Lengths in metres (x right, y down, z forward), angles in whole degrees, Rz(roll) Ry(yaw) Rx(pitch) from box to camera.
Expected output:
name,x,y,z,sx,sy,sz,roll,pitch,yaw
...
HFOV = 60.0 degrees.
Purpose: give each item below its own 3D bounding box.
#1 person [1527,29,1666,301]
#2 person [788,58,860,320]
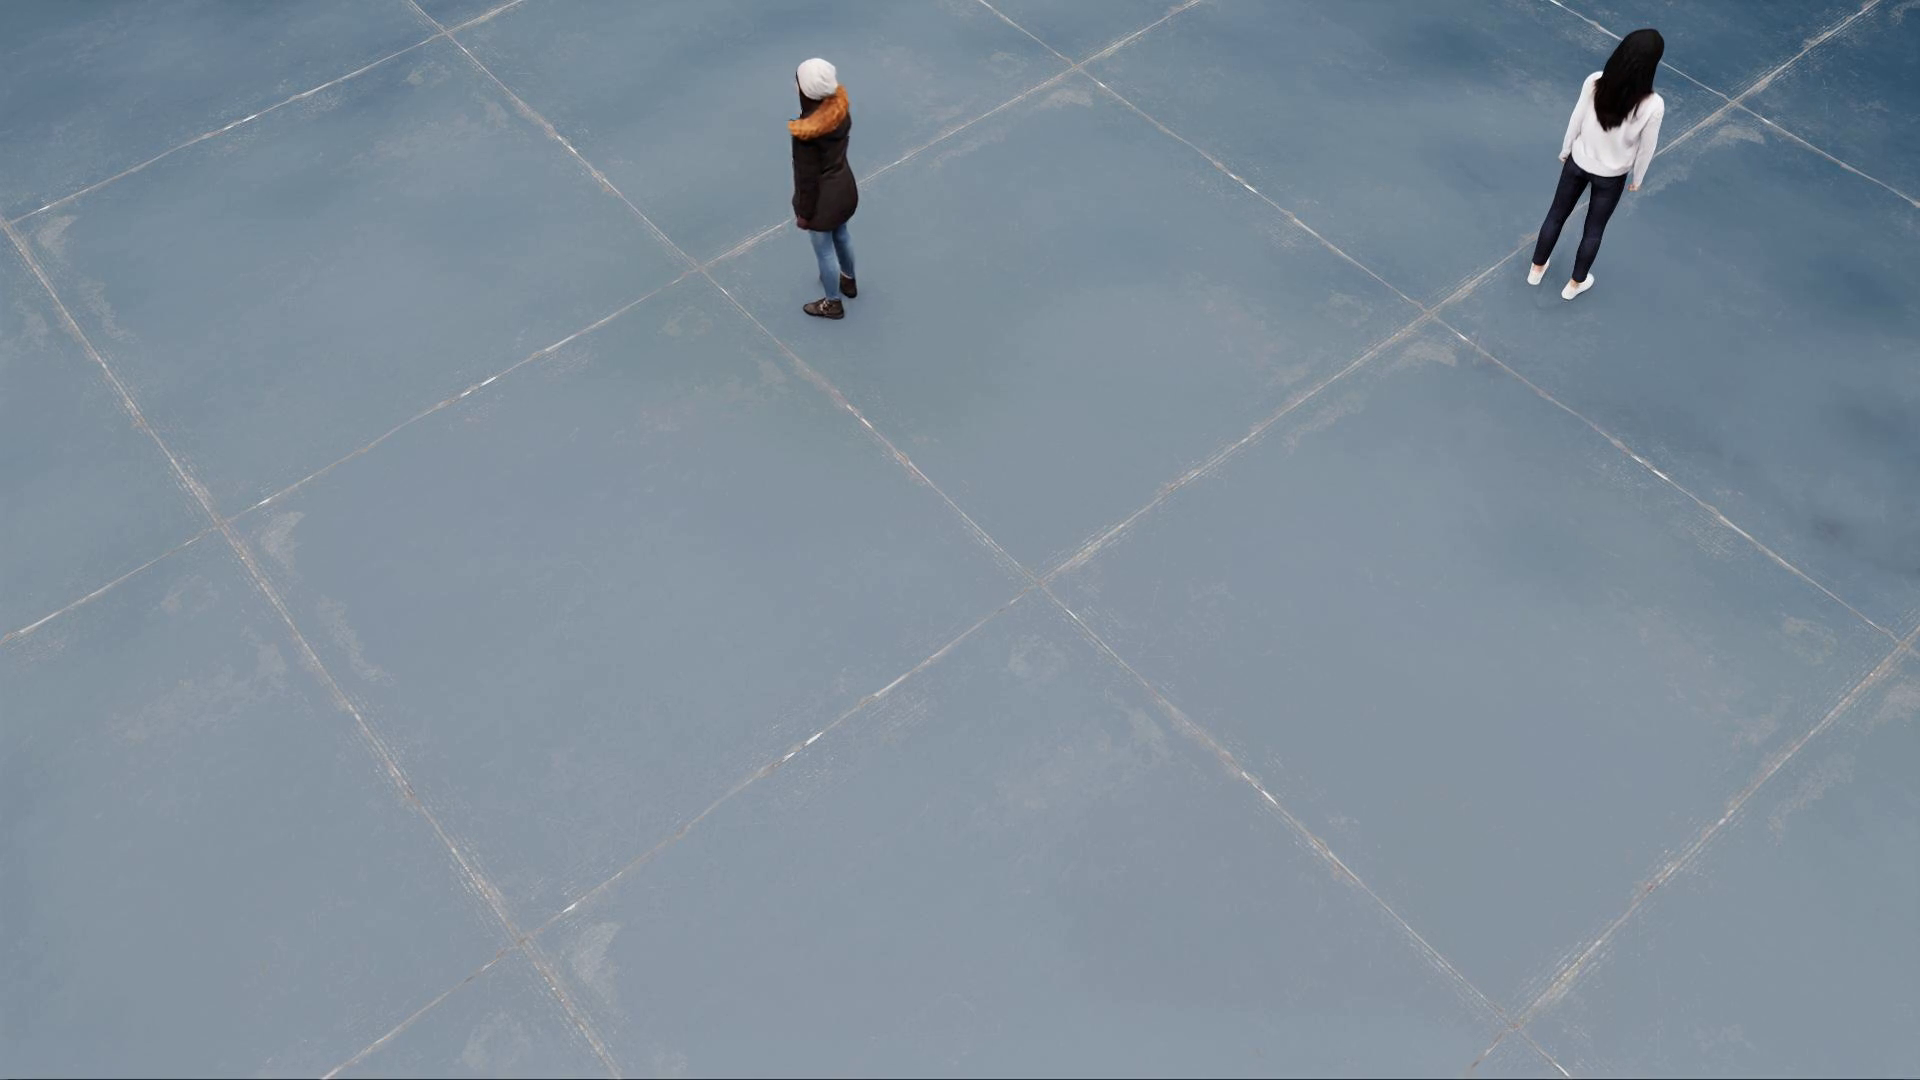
name,x,y,z,sx,sy,sz,roll,pitch,yaw
person,3.466,-2.040,9.046,0.669,1.700,0.623,30,58,21
person,-0.722,-1.873,8.960,0.775,1.632,0.668,19,55,14
